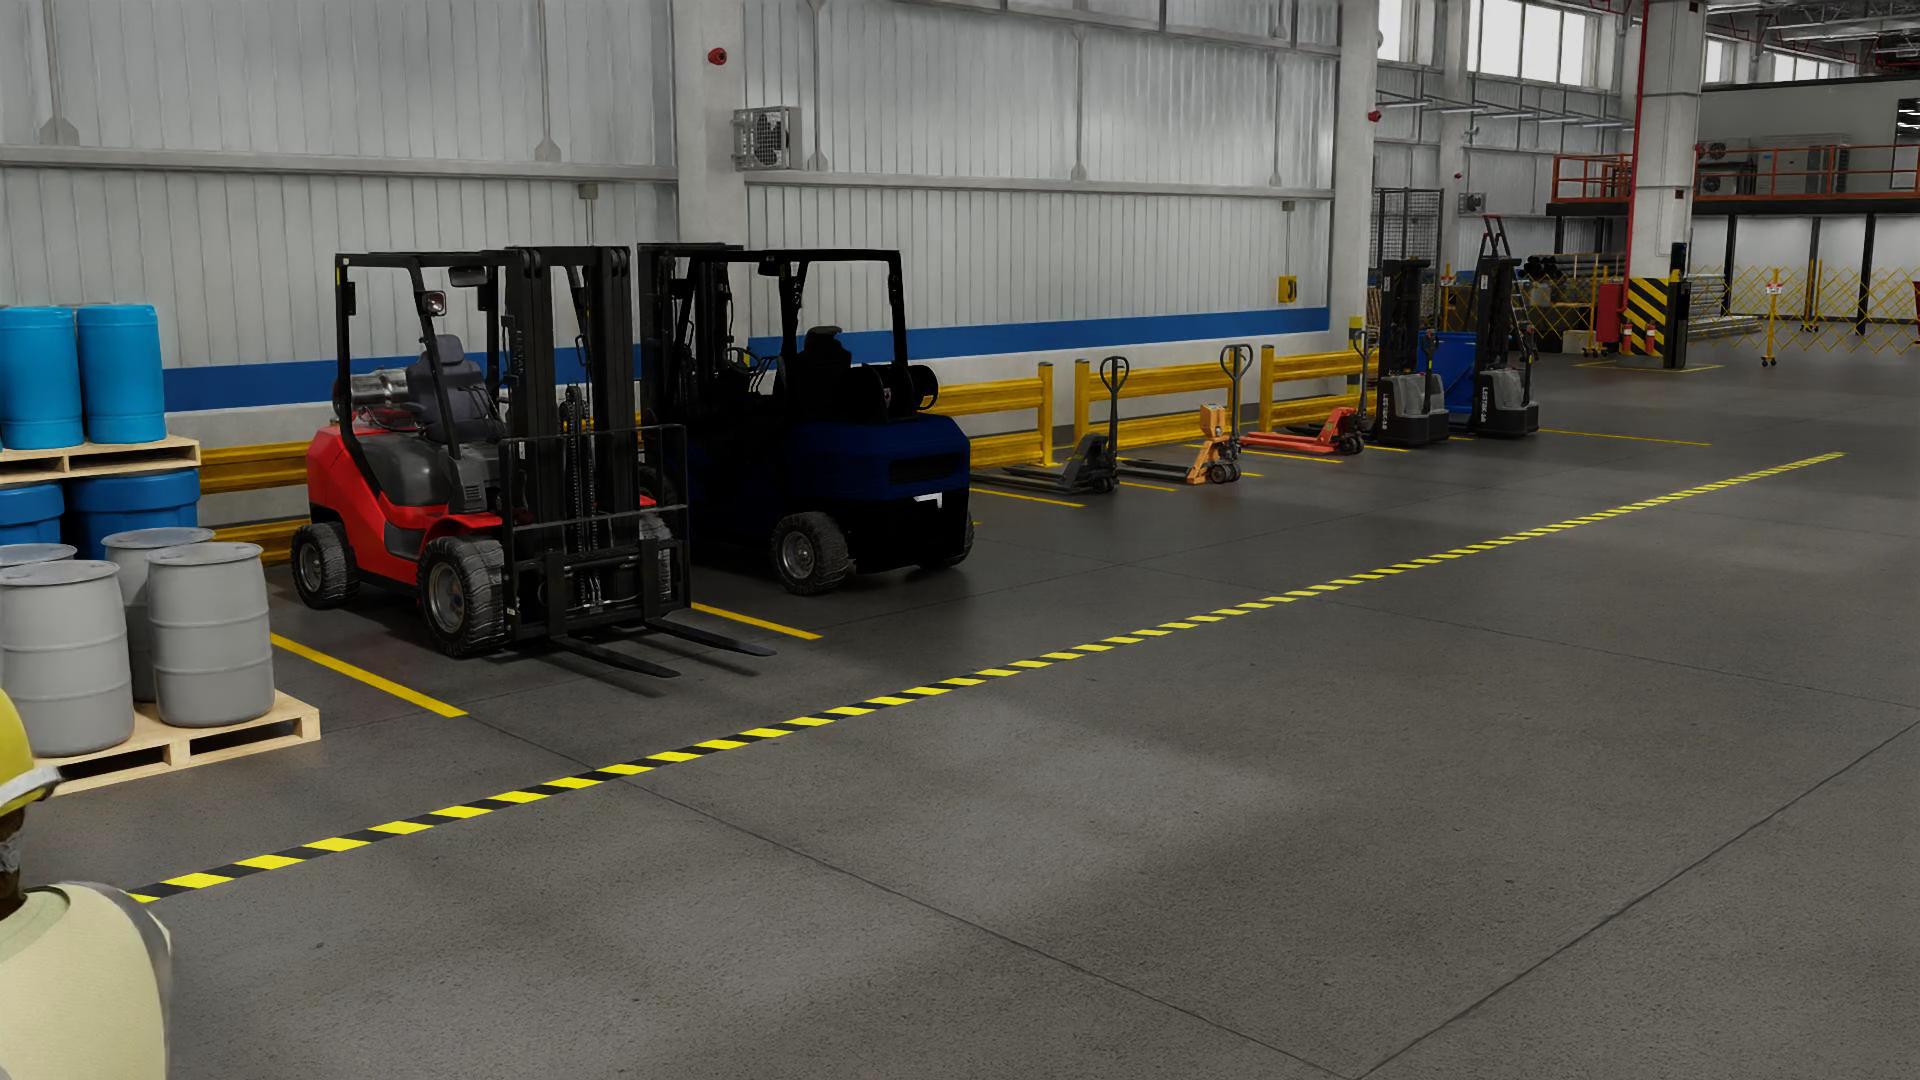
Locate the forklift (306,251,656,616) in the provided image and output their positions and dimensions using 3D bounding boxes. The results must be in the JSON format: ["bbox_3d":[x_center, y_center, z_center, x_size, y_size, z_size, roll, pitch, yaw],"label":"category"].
[{"bbox_3d":[-2.833,-0.669,9.694,1.157,1.987,2.680,-10,14,-44],"label":"forklift"}]

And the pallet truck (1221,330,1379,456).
[{"bbox_3d":[3.563,-1.581,17.381,0.653,1.274,1.630,-10,14,-44],"label":"pallet truck"}]

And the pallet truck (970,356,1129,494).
[{"bbox_3d":[0.784,-1.085,14.876,0.680,1.201,1.601,-10,14,-44],"label":"pallet truck"}]

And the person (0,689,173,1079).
[{"bbox_3d":[-1.064,1.007,1.819,0.404,1.830,0.602,-1,10,-4],"label":"person"}]

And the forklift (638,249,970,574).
[{"bbox_3d":[-1.173,-0.958,11.239,2.680,1.987,1.157,10,14,43],"label":"forklift"}]

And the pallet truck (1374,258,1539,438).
[{"bbox_3d":[5.704,-2.208,18.901,1.885,1.965,0.823,10,14,43],"label":"pallet truck"}]

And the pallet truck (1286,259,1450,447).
[{"bbox_3d":[4.493,-2.078,18.196,0.823,1.965,1.885,-9,14,-40],"label":"pallet truck"}]

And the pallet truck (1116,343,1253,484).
[{"bbox_3d":[1.962,-1.215,15.415,1.522,1.261,0.704,10,14,43],"label":"pallet truck"}]
